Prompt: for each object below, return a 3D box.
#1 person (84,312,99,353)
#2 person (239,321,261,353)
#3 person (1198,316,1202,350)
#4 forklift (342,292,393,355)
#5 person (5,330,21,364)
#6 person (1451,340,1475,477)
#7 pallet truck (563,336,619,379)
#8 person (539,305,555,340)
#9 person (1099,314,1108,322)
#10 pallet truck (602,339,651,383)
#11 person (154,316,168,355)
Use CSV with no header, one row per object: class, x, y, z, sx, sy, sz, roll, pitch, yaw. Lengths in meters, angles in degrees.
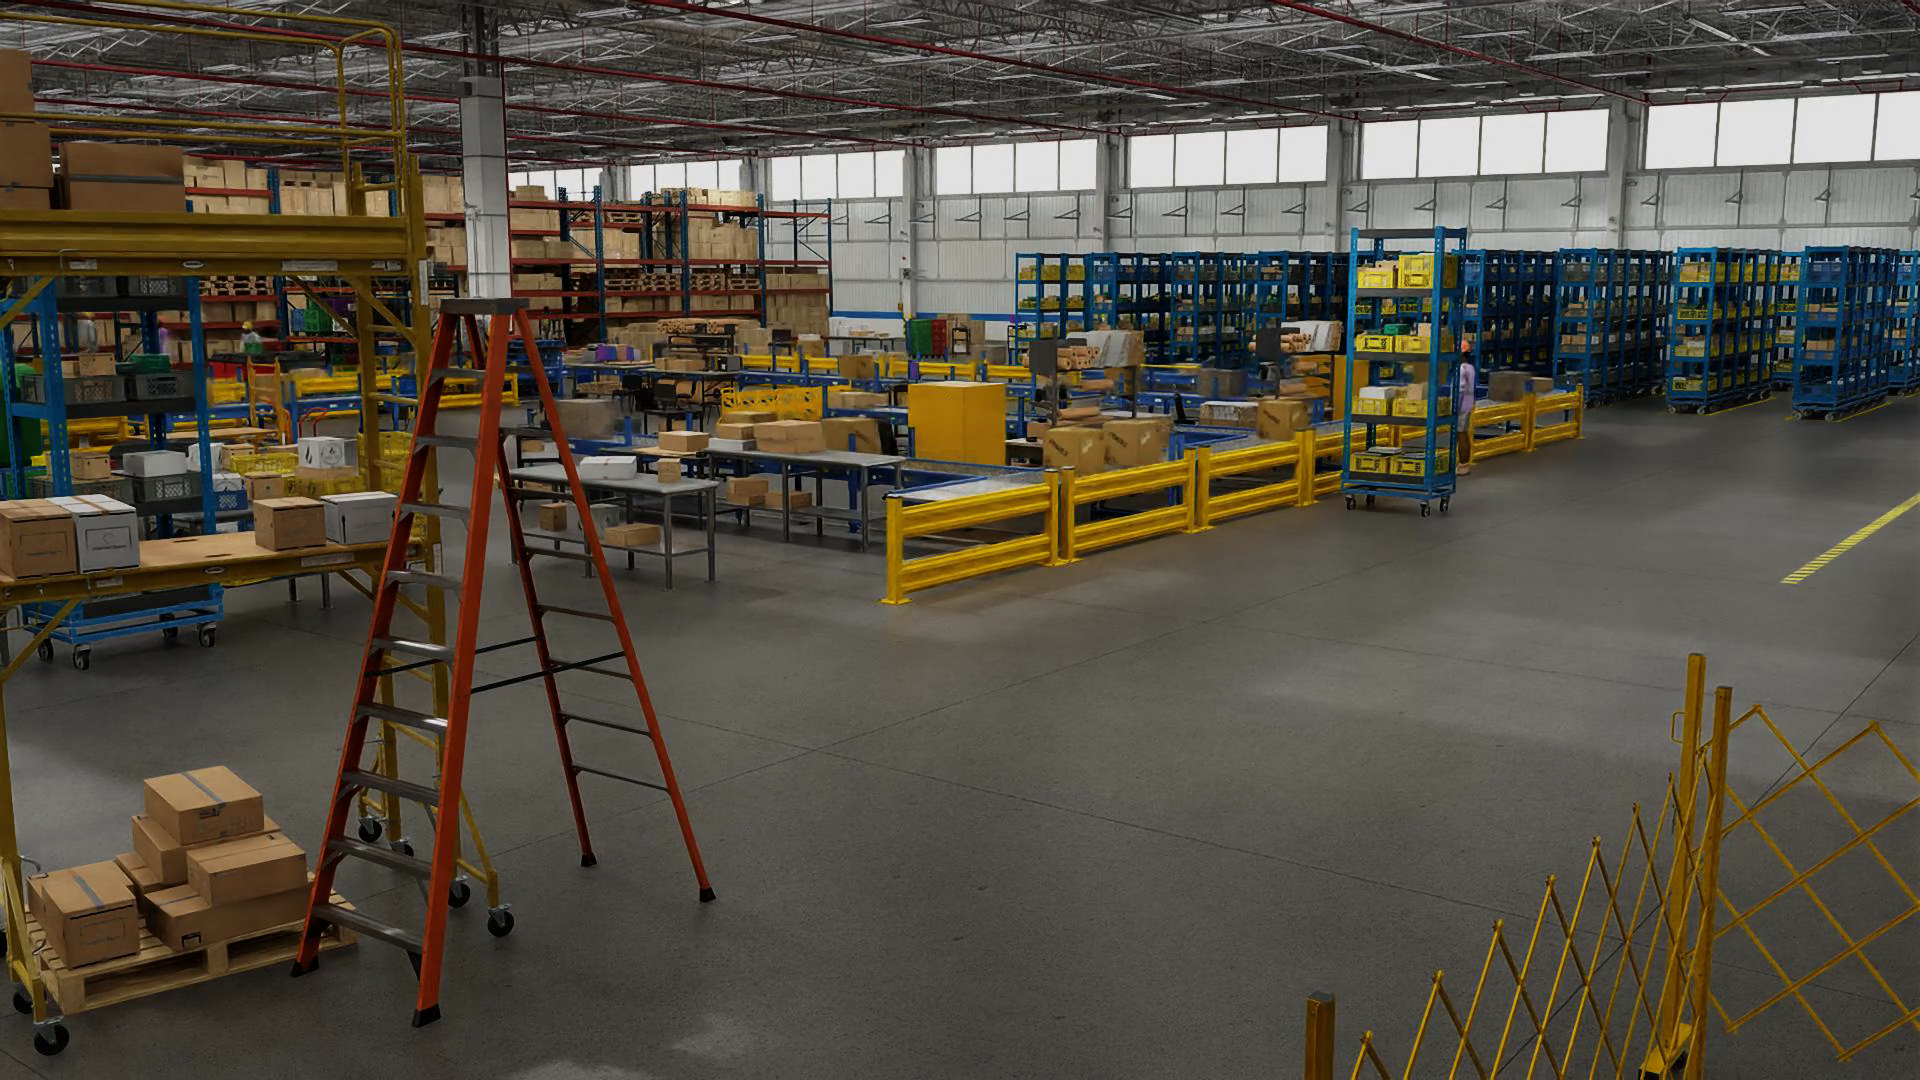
person,-28.687,-6.643,54.824,0.602,1.809,0.700,8,12,40
person,-18.728,-4.870,43.885,0.581,1.785,0.949,5,10,28
person,7.329,-6.053,50.947,0.845,1.875,0.643,-1,9,-4
forklift,-16.485,-5.622,45.120,1.129,2.768,1.873,7,11,37
person,-22.765,-4.194,39.927,0.535,1.685,0.377,5,11,31
person,7.486,-1.971,24.933,0.394,2.041,0.612,6,11,32
pallet truck,-10.690,-5.294,48.215,1.601,1.201,0.680,-5,10,-26
person,-15.471,-7.855,62.284,0.627,1.846,0.429,0,9,2
person,4.613,-6.370,53.231,0.947,1.786,0.592,5,10,28
pallet truck,-8.991,-4.871,45.351,0.653,1.274,1.630,7,11,37
person,-21.468,-5.041,44.498,0.564,1.912,0.667,6,11,33
